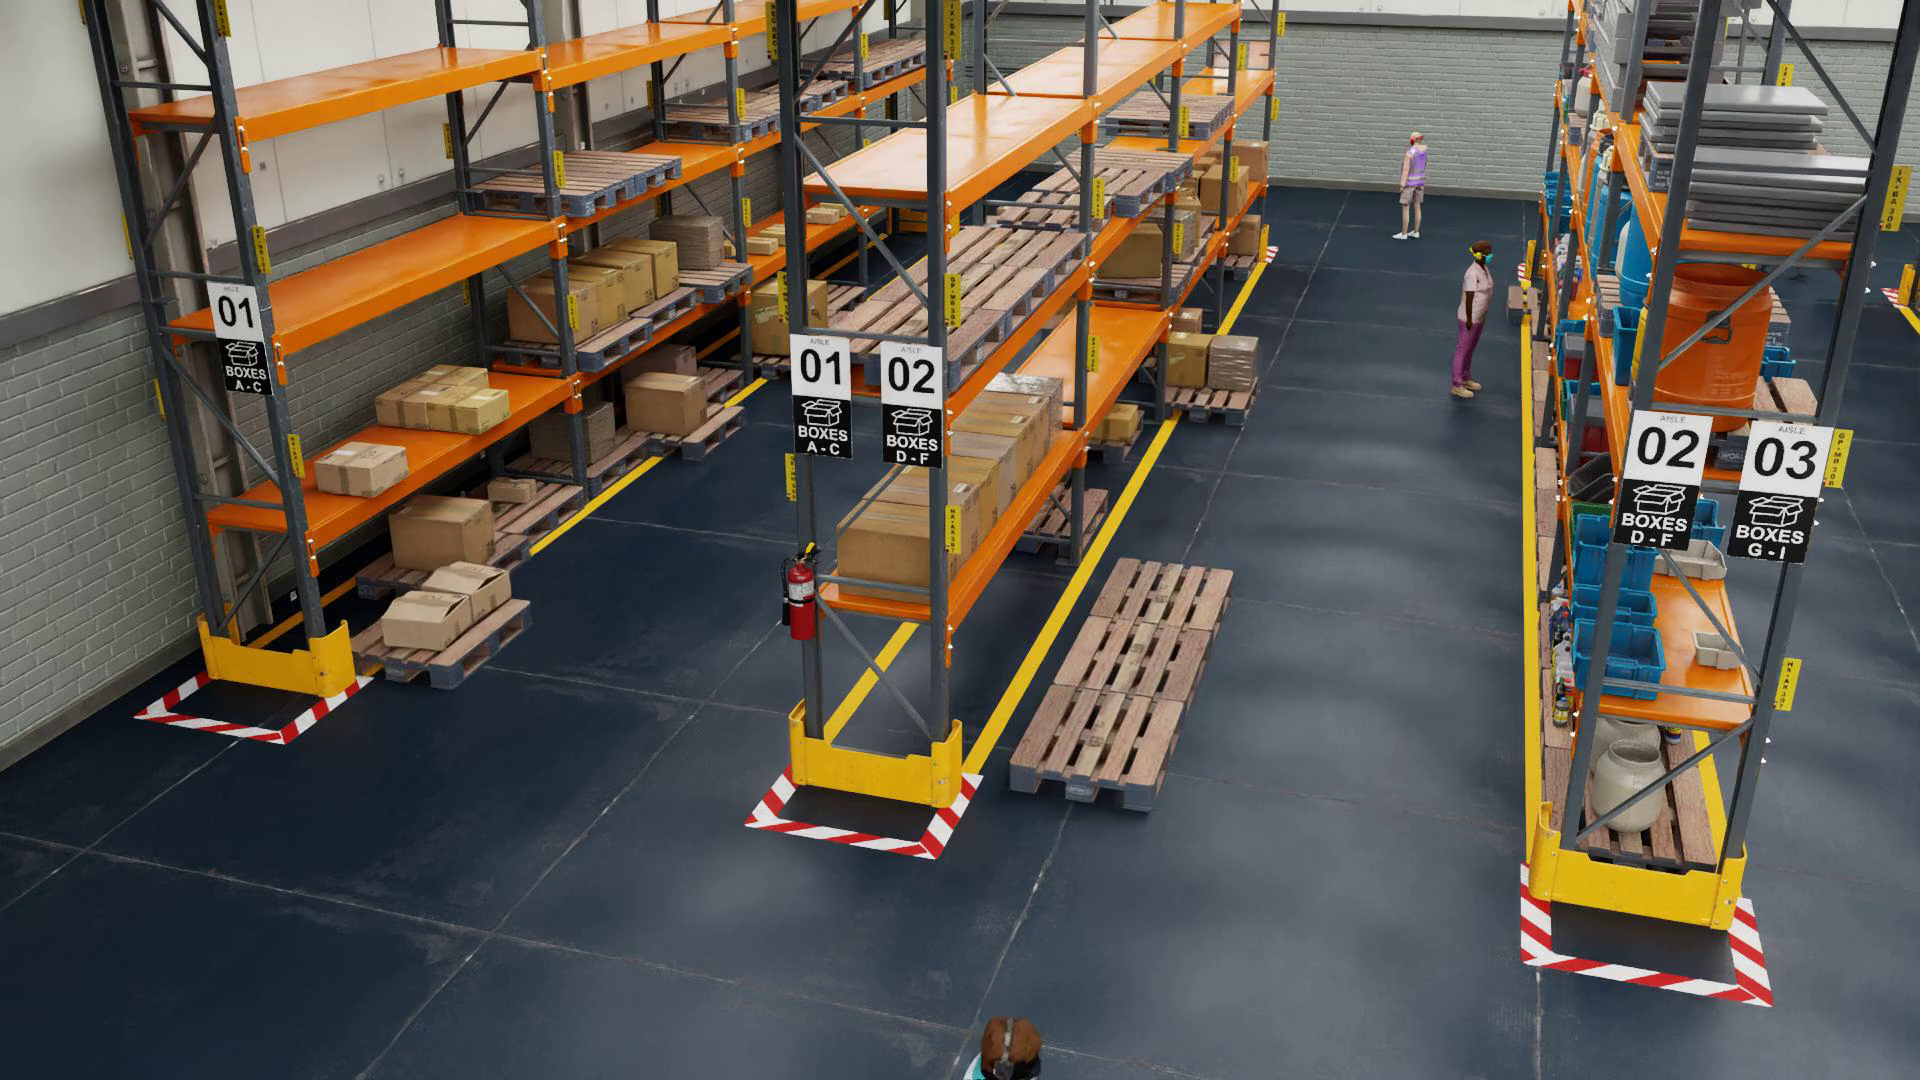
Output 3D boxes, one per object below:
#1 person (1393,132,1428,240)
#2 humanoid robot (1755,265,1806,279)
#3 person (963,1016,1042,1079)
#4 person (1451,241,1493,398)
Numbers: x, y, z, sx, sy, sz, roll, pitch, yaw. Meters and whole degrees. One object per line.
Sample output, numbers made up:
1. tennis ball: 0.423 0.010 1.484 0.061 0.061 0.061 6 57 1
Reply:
1. person: 7.183 -5.620 26.415 0.490 1.688 0.348 -14 27 -29
2. humanoid robot: 12.002 -4.602 24.107 0.771 1.626 0.603 21 31 40
3. person: 0.242 2.728 6.905 0.976 1.791 0.644 5 24 12
4. person: 5.925 -2.561 19.179 0.331 1.801 0.518 14 27 30
